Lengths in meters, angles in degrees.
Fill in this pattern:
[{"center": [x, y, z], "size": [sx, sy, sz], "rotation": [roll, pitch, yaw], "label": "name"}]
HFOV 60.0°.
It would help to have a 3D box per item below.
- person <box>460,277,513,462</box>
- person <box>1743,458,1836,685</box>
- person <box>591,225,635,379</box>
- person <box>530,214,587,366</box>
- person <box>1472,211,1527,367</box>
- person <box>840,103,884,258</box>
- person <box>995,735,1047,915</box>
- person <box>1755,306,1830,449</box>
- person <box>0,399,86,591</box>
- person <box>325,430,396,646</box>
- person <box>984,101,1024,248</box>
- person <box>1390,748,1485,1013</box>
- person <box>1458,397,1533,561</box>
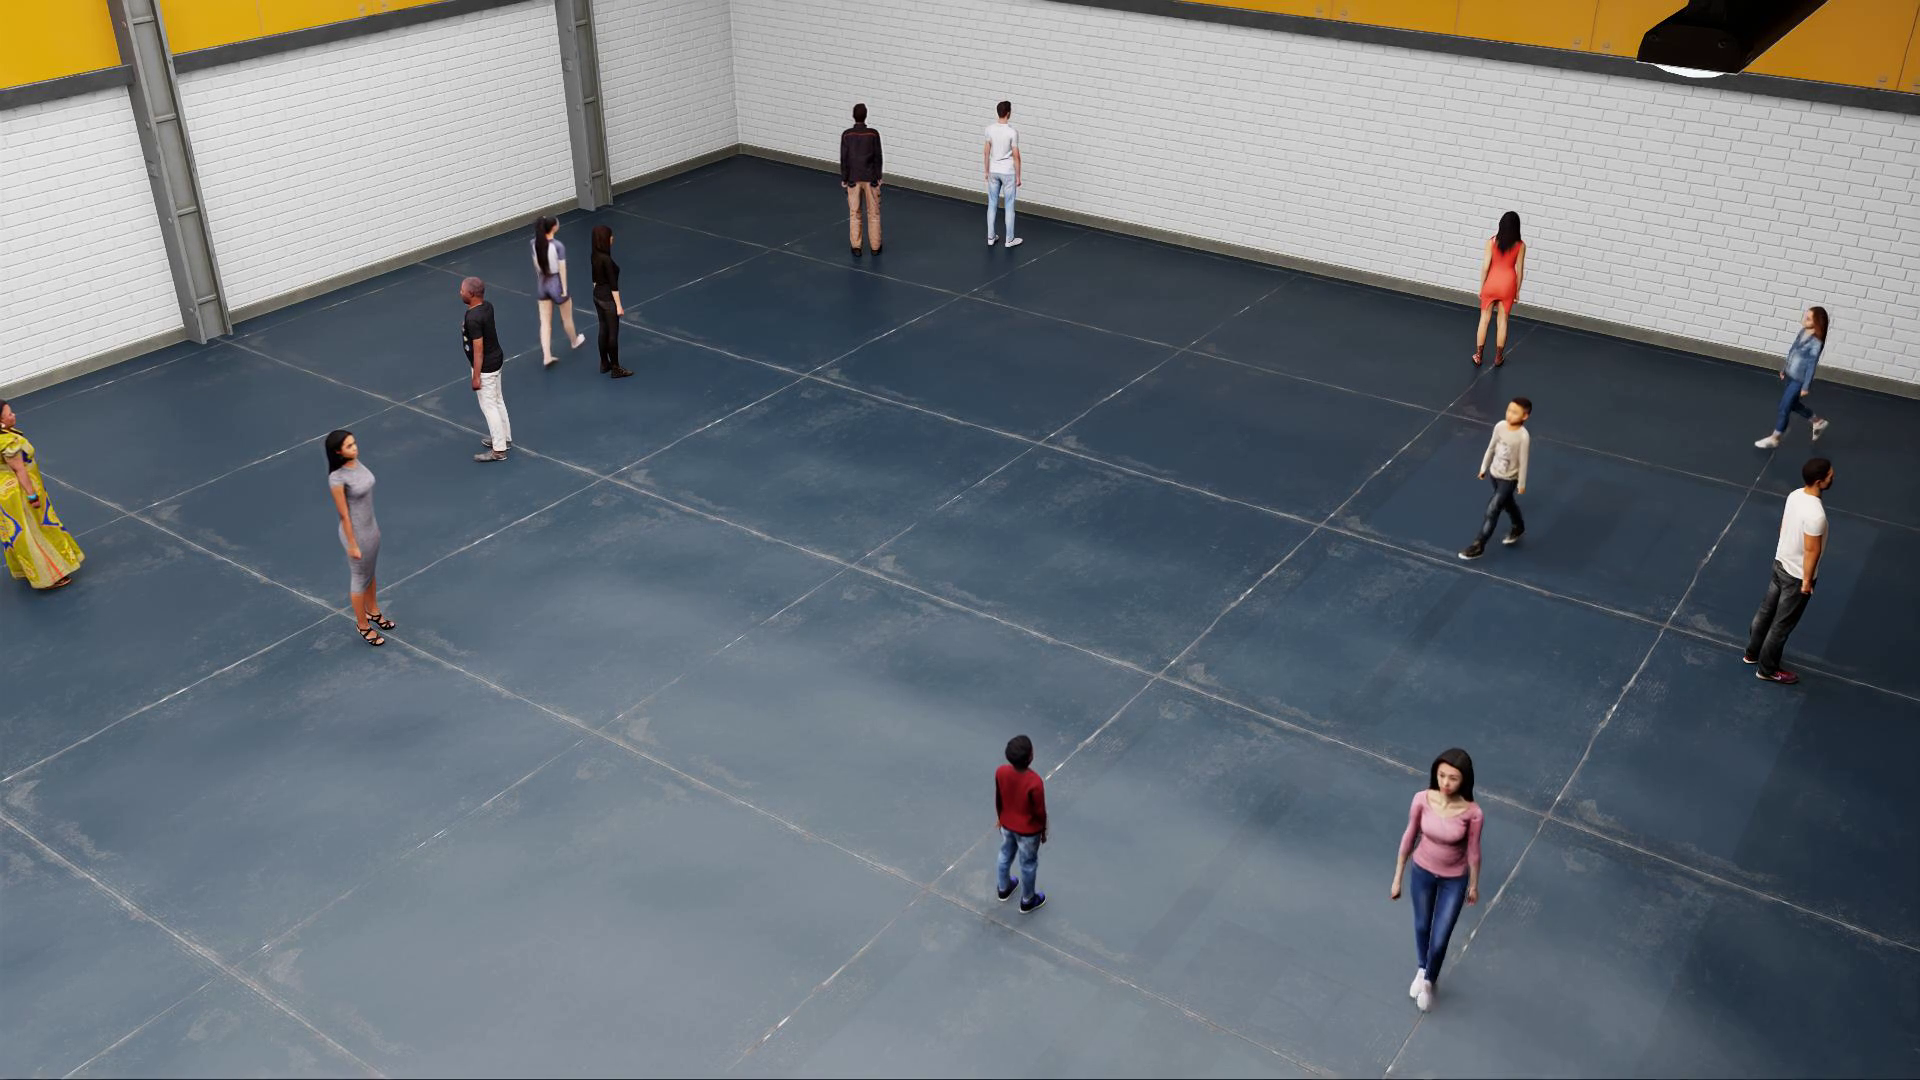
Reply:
[{"center": [-4.495, -1.637, 15.786], "size": [0.820, 1.805, 0.729], "rotation": [0, 29, 0], "label": "person"}, {"center": [6.212, 0.205, 12.411], "size": [0.773, 1.804, 0.663], "rotation": [1, 29, 2], "label": "person"}, {"center": [-3.743, -2.532, 17.598], "size": [0.577, 1.641, 0.634], "rotation": [-23, 36, -35], "label": "person"}, {"center": [-4.412, -2.648, 17.842], "size": [0.808, 1.611, 1.072], "rotation": [8, 30, 14], "label": "person"}, {"center": [5.774, -2.689, 17.805], "size": [0.656, 1.719, 0.639], "rotation": [7, 29, 12], "label": "person"}, {"center": [-1.235, -4.541, 20.986], "size": [0.792, 1.925, 0.827], "rotation": [-2, 29, -4], "label": "person"}, {"center": [0.369, 1.737, 10.176], "size": [0.506, 1.255, 0.483], "rotation": [20, 34, 32], "label": "person"}, {"center": [8.133, -1.545, 15.979], "size": [0.902, 1.460, 0.929], "rotation": [2, 29, 4], "label": "person"}, {"center": [-7.722, -0.391, 13.653], "size": [0.887, 1.660, 0.815], "rotation": [24, 37, 36], "label": "person"}, {"center": [-4.659, -0.035, 12.875], "size": [0.719, 1.781, 0.605], "rotation": [4, 29, 6], "label": "person"}, {"center": [0.542, -4.705, 21.363], "size": [0.679, 1.851, 0.565], "rotation": [15, 32, 25], "label": "person"}, {"center": [2.741, 1.871, 9.433], "size": [0.626, 1.732, 0.649], "rotation": [16, 33, 27], "label": "person"}, {"center": [4.703, -0.547, 14.177], "size": [1.081, 1.433, 0.890], "rotation": [-13, 31, -22], "label": "person"}]
